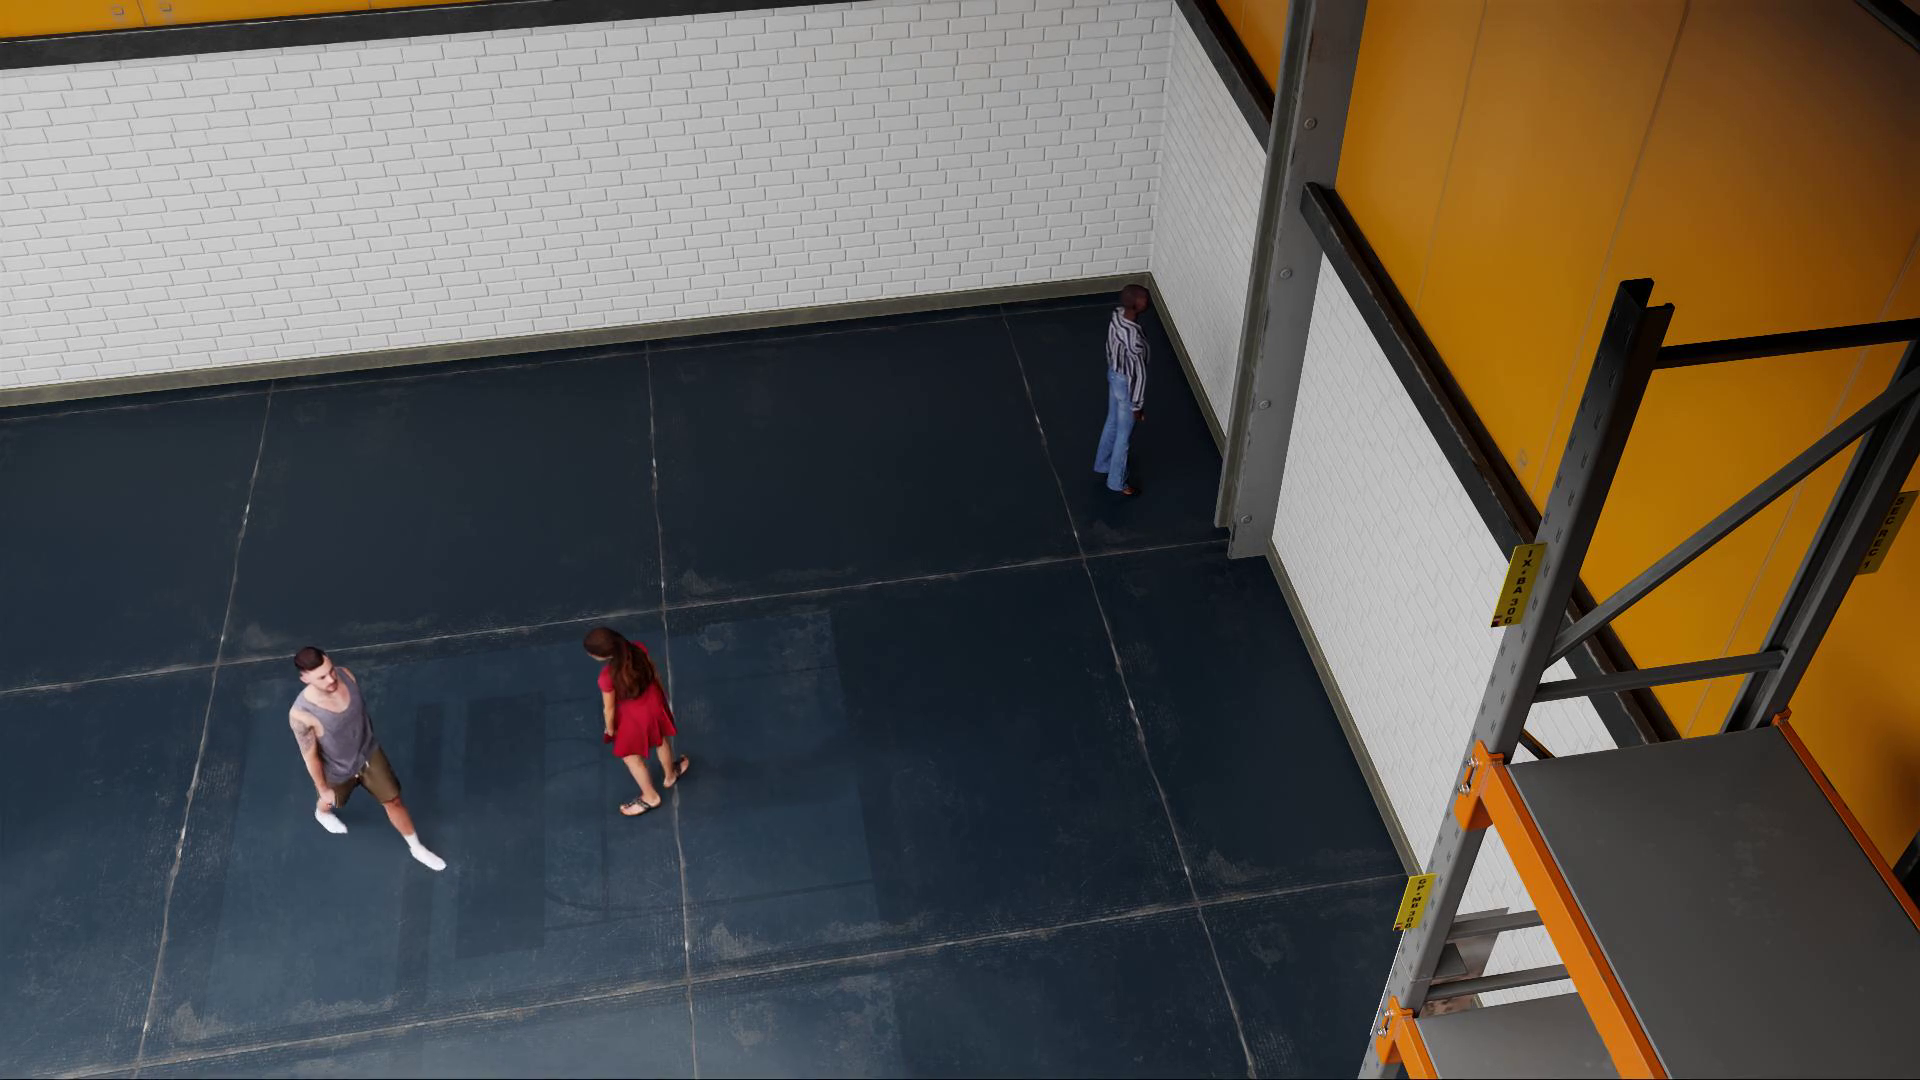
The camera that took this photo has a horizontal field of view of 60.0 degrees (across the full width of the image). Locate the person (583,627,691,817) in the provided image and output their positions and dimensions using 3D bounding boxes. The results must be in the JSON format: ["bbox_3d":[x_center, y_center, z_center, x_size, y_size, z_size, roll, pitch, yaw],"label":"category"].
[{"bbox_3d":[-1.883,0.997,9.959,0.834,1.526,0.882,-29,51,-27],"label":"person"}]

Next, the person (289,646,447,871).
[{"bbox_3d":[-3.628,1.241,9.656,1.209,1.806,1.196,22,48,22],"label":"person"}]

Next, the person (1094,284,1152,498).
[{"bbox_3d":[1.185,-1.086,11.952,0.709,1.795,0.496,-11,45,-11],"label":"person"}]
